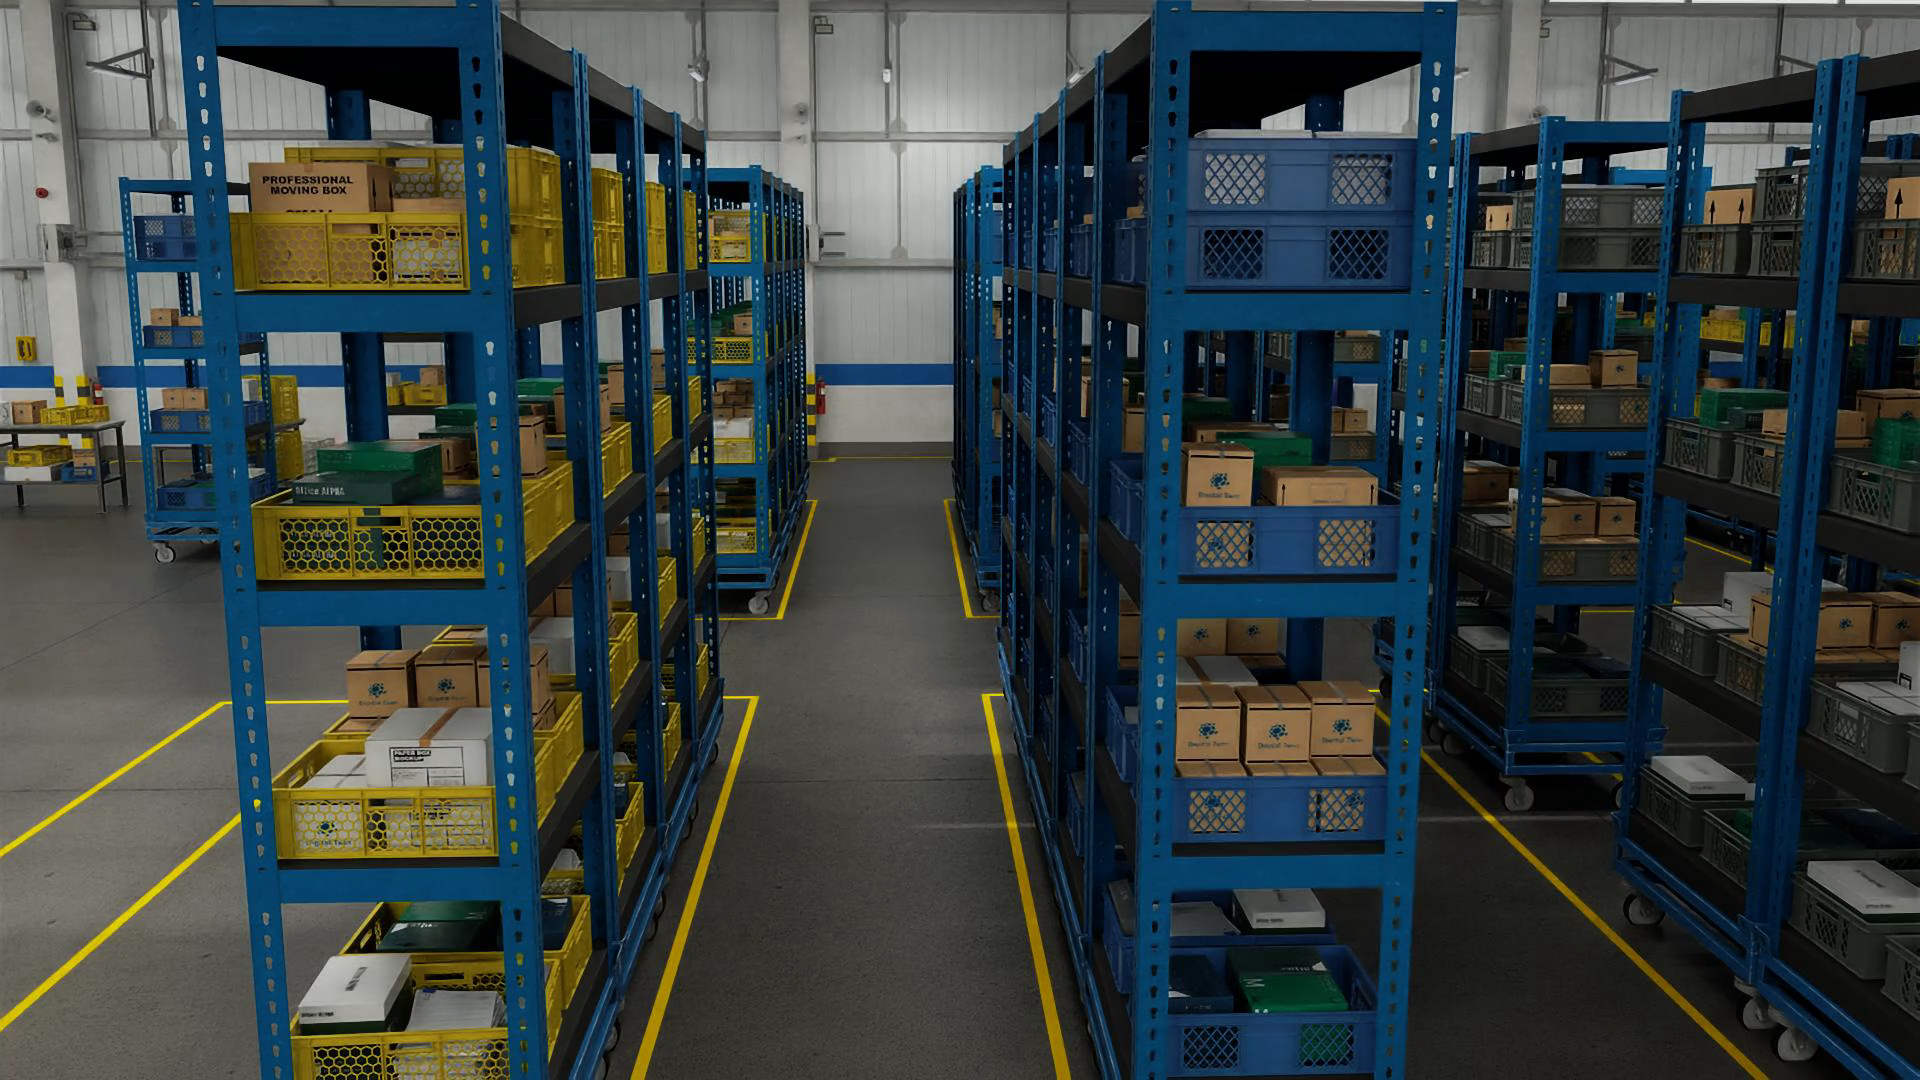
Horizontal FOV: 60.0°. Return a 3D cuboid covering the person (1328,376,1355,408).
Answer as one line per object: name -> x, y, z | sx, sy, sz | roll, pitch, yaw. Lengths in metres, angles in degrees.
person -> 3.932, -1.070, 17.817 | 0.565, 1.849, 0.389 | 0, 10, -2

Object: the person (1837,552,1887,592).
person -> 6.707, -0.082, 12.237 | 0.600, 1.830, 0.404 | -4, 11, -24
